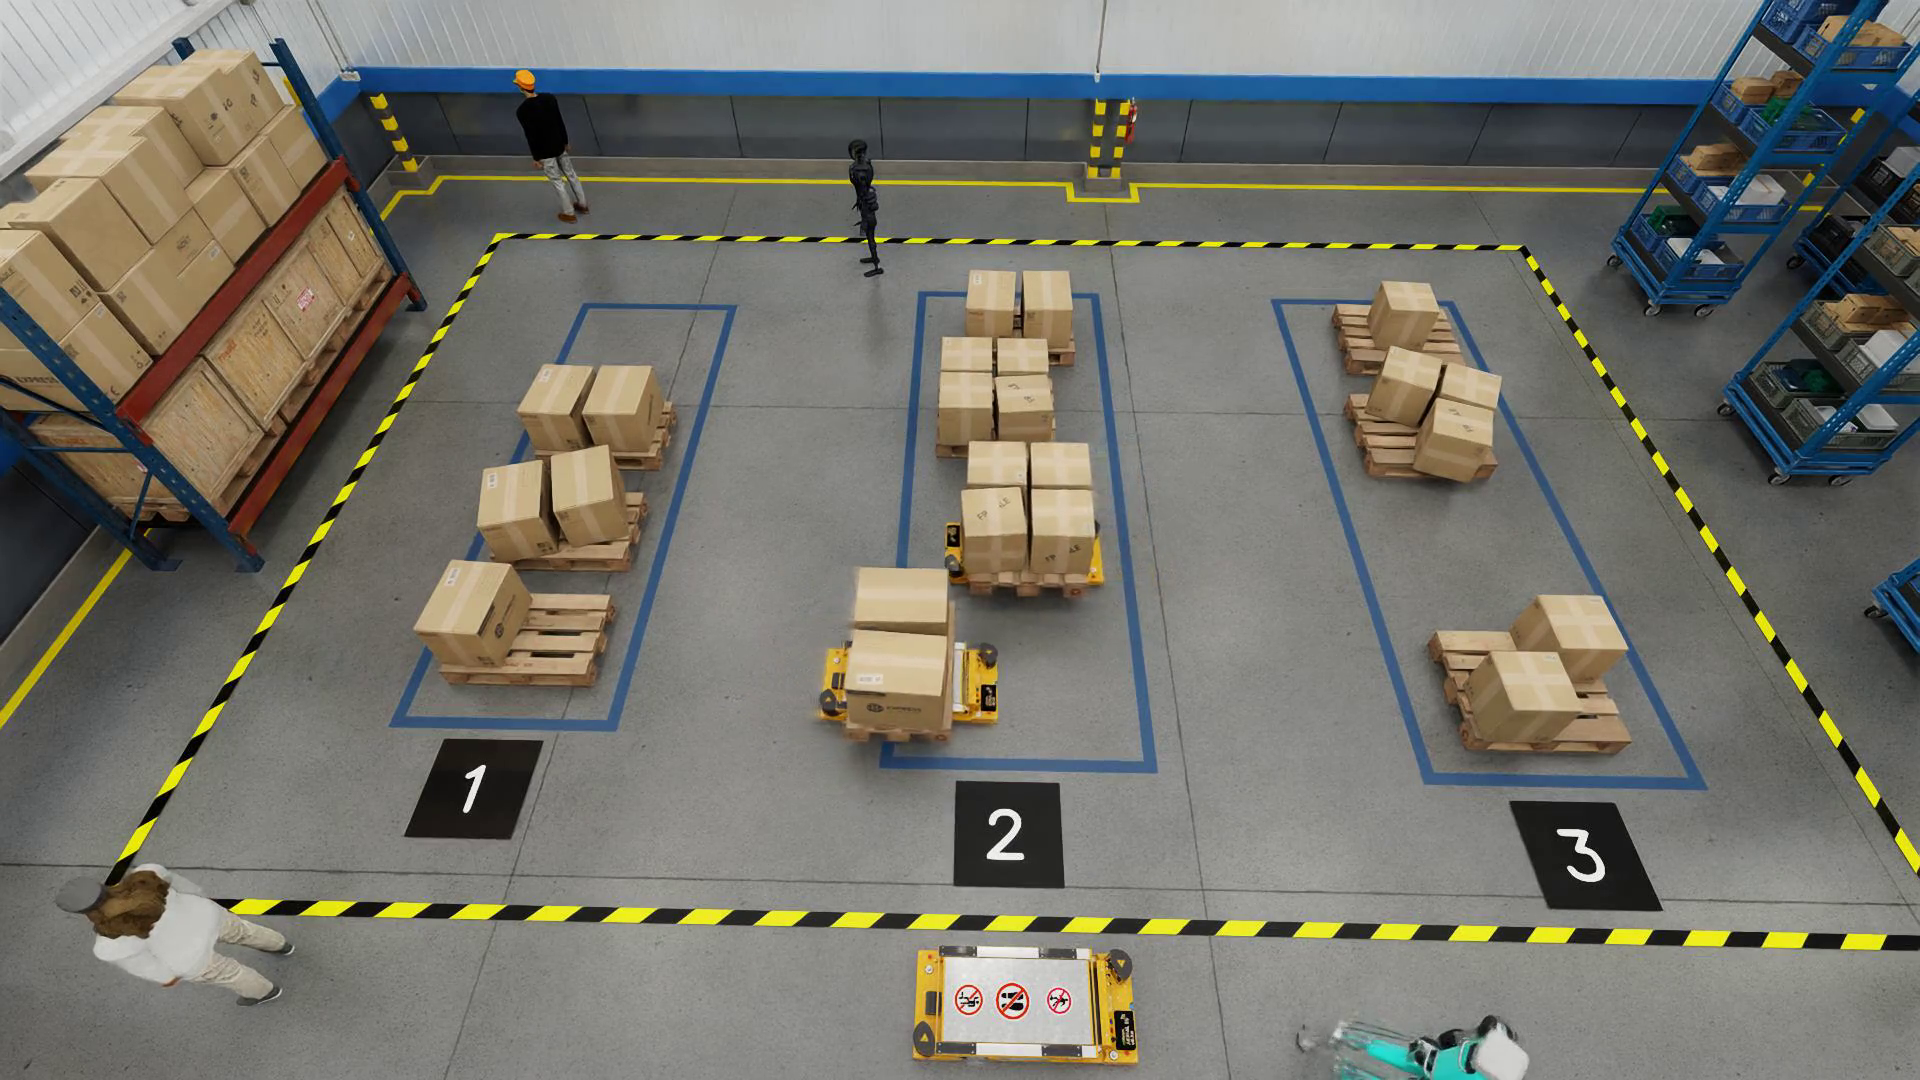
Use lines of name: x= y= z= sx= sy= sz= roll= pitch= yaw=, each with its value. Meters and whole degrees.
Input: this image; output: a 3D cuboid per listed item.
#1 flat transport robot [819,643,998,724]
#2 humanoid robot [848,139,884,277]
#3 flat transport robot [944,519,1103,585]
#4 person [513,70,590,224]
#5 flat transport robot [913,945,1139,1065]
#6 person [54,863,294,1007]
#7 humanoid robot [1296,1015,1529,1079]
flat transport robot: x=-0.404 y=1.158 z=7.524 sx=1.431 sy=0.197 sz=0.652 roll=1 pitch=51 yaw=1
humanoid robot: x=-1.114 y=-3.883 z=10.734 sx=0.315 sy=1.655 sz=0.599 roll=-7 pitch=51 yaw=-6
flat transport robot: x=0.576 y=0.088 z=8.396 sx=1.431 sy=0.197 sz=0.652 roll=1 pitch=51 yaw=1
person: x=-5.114 y=-4.882 z=11.424 sx=0.380 sy=1.882 sz=0.589 roll=24 pitch=55 yaw=18
flat transport robot: x=0.422 y=3.041 z=6.007 sx=1.431 sy=0.231 sz=0.659 roll=1 pitch=51 yaw=1
person: x=-4.702 y=2.407 z=5.557 sx=0.405 sy=1.762 sz=0.568 roll=-4 pitch=51 yaw=-3
humanoid robot: x=2.366 y=2.935 z=5.180 sx=0.859 sy=1.817 sz=0.532 roll=27 pitch=56 yaw=20
